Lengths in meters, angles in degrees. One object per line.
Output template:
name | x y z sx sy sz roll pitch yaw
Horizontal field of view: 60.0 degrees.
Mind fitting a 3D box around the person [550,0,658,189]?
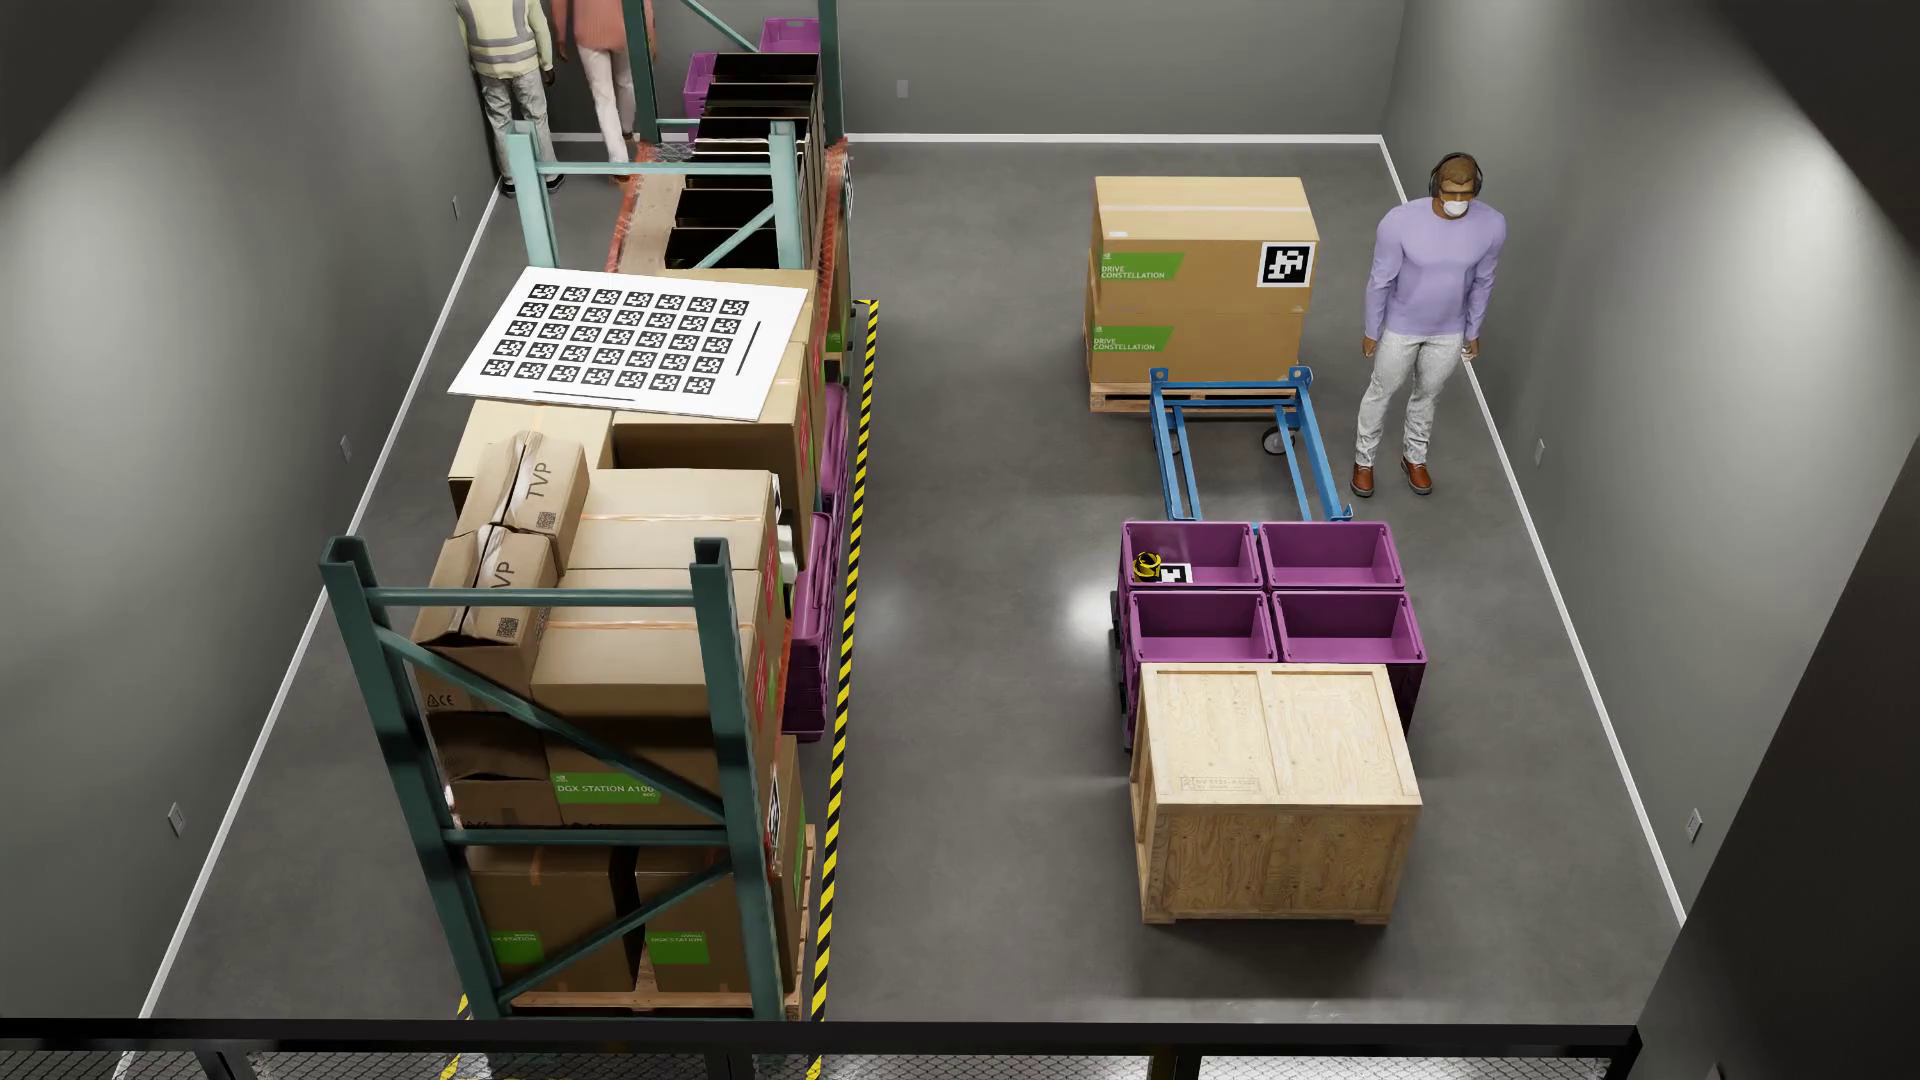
person | -2.361 -3.373 10.958 0.643 1.946 0.936 -16 44 -18

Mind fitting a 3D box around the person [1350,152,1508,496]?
person | 2.319 -1.062 8.325 0.630 1.940 0.372 -1 41 -2

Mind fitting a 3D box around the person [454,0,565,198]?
person | -2.916 -3.086 10.712 0.600 1.830 0.404 -5 42 -6
